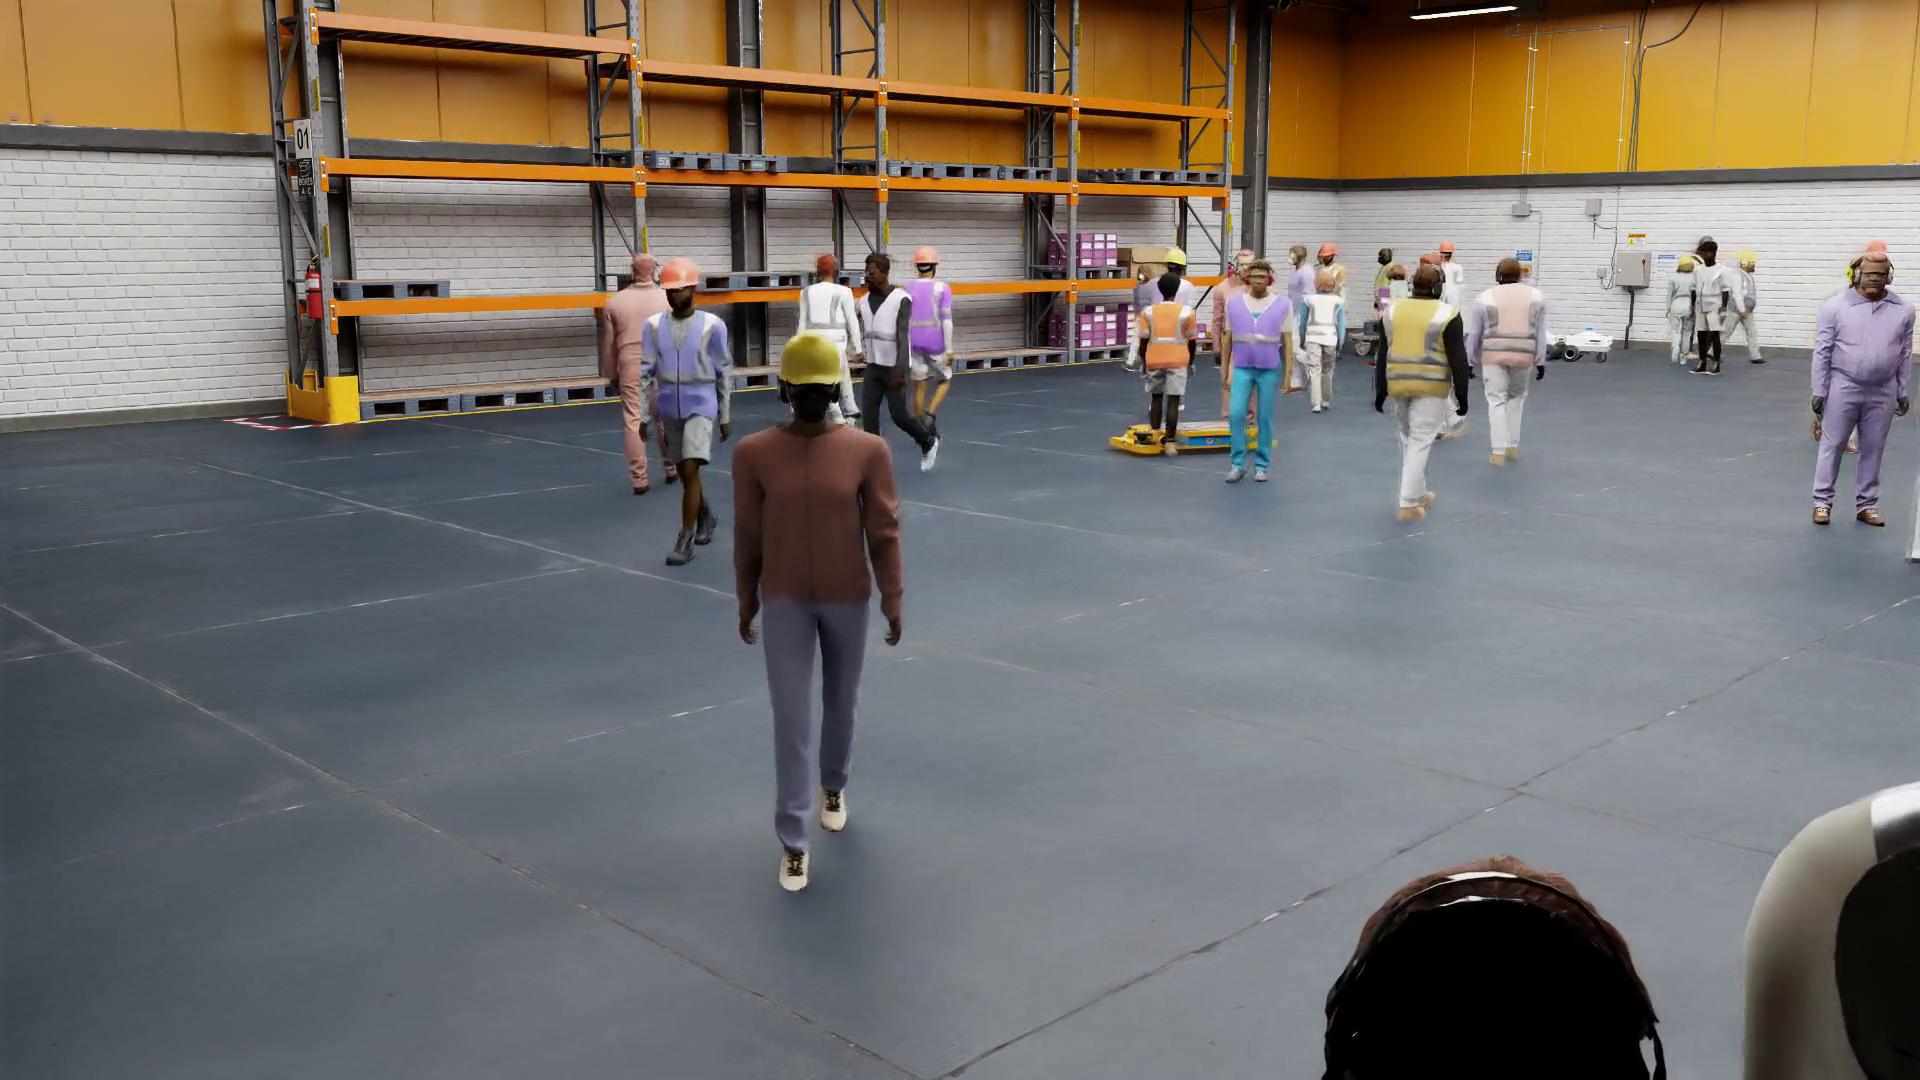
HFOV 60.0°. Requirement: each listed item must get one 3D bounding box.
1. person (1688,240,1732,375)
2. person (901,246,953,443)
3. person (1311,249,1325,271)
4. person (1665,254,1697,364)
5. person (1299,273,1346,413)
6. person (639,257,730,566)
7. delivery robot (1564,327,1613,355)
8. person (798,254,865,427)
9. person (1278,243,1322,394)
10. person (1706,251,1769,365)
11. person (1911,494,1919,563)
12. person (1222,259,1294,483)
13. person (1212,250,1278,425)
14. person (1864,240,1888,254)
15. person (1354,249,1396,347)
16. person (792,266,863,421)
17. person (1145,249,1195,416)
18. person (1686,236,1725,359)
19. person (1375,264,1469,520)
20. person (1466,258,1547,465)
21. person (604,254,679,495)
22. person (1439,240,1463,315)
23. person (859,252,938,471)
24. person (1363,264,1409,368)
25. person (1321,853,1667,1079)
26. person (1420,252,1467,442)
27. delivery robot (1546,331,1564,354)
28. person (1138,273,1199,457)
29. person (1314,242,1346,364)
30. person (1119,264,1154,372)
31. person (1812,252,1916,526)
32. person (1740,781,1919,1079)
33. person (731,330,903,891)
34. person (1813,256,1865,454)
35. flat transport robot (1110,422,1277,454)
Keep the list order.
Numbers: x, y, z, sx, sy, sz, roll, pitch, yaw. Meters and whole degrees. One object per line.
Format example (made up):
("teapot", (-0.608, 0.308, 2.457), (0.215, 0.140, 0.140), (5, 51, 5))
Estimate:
("person", (10.872, -3.367, 24.180), (0.433, 1.946, 0.613), (-5, 12, -26))
("person", (-0.309, -1.892, 16.191), (0.565, 1.918, 0.402), (5, 11, 24))
("person", (6.315, -4.160, 28.874), (0.514, 1.817, 0.701), (10, 14, 42))
("person", (11.315, -3.601, 26.031), (0.493, 1.722, 0.577), (3, 11, 17))
("person", (4.161, -2.265, 19.124), (0.513, 1.594, 0.851), (1, 10, 7))
("person", (-1.724, -0.841, 10.551), (0.556, 1.898, 0.968), (2, 11, 10))
("delivery robot", (10.058, -3.166, 26.609), (0.707, 0.478, 0.477), (6, 12, 28))
("person", (-1.245, -1.870, 16.304), (0.582, 1.827, 0.989), (6, 12, 29))
("person", (4.314, -2.805, 21.168), (0.476, 1.916, 0.644), (-1, 10, -4))
("person", (12.225, -3.634, 26.096), (0.581, 1.795, 0.940), (-8, 13, -38))
("person", (6.230, -0.778, 10.130), (0.699, 1.907, 0.619), (1, 10, 7))
("person", (2.406, -1.358, 13.537), (0.594, 1.822, 0.693), (4, 11, 19))
("person", (2.791, -1.876, 16.247), (0.649, 1.870, 0.916), (1, 10, 6))
("person", (12.559, -3.183, 23.133), (0.616, 1.964, 0.961), (-4, 11, -18))
("person", (7.500, -4.237, 29.334), (0.983, 1.790, 0.654), (0, 10, 2))
("person", (-1.447, -2.135, 17.887), (0.921, 1.789, 0.609), (-9, 14, -41))
("person", (2.348, -2.334, 18.756), (0.597, 1.873, 1.021), (4, 11, 20))
("person", (12.150, -3.940, 27.028), (0.699, 2.000, 0.791), (-6, 12, -28))
("person", (3.388, -1.071, 12.012), (0.843, 1.808, 0.653), (-10, 14, -43))
("person", (4.832, -1.592, 14.814), (0.667, 1.817, 0.691), (1, 10, 6))
("person", (-2.474, -1.334, 13.275), (0.674, 1.863, 0.932), (0, 10, 0))
("person", (7.413, -3.605, 25.479), (0.543, 1.940, 0.361), (3, 11, 17))
("person", (-0.560, -1.450, 13.872), (0.594, 1.890, 0.785), (9, 14, 41))
("person", (6.612, -3.381, 25.246), (0.501, 1.578, 0.855), (-9, 14, -40))
("person", (0.323, 1.005, 1.156), (0.513, 1.641, 0.309), (1, 10, 6))
("person", (4.657, -1.871, 16.240), (0.418, 1.866, 0.579), (-2, 11, -10))
("delivery robot", (9.432, -3.251, 27.069), (0.707, 0.478, 0.477), (9, 14, 41))
("person", (1.927, -1.615, 15.345), (0.536, 1.676, 0.654), (4, 11, 20))
("person", (5.782, -3.715, 26.161), (0.558, 1.917, 0.471), (10, 14, 43))
("person", (2.720, -3.266, 24.589), (0.507, 1.587, 0.859), (7, 13, 35))
("person", (6.292, -1.042, 11.600), (0.651, 1.904, 0.403), (2, 11, 10))
("person", (0.780, 0.826, 1.059), (0.605, 2.035, 0.392), (1, 10, 7))
("person", (-0.466, 0.195, 5.415), (0.534, 1.756, 0.791), (-1, 10, -8))
("person", (8.350, -1.762, 15.707), (0.515, 1.840, 0.759), (2, 11, 9))
("flat transport robot", (2.205, -0.978, 15.705), (1.431, 0.197, 0.652), (-4, 11, -19))
